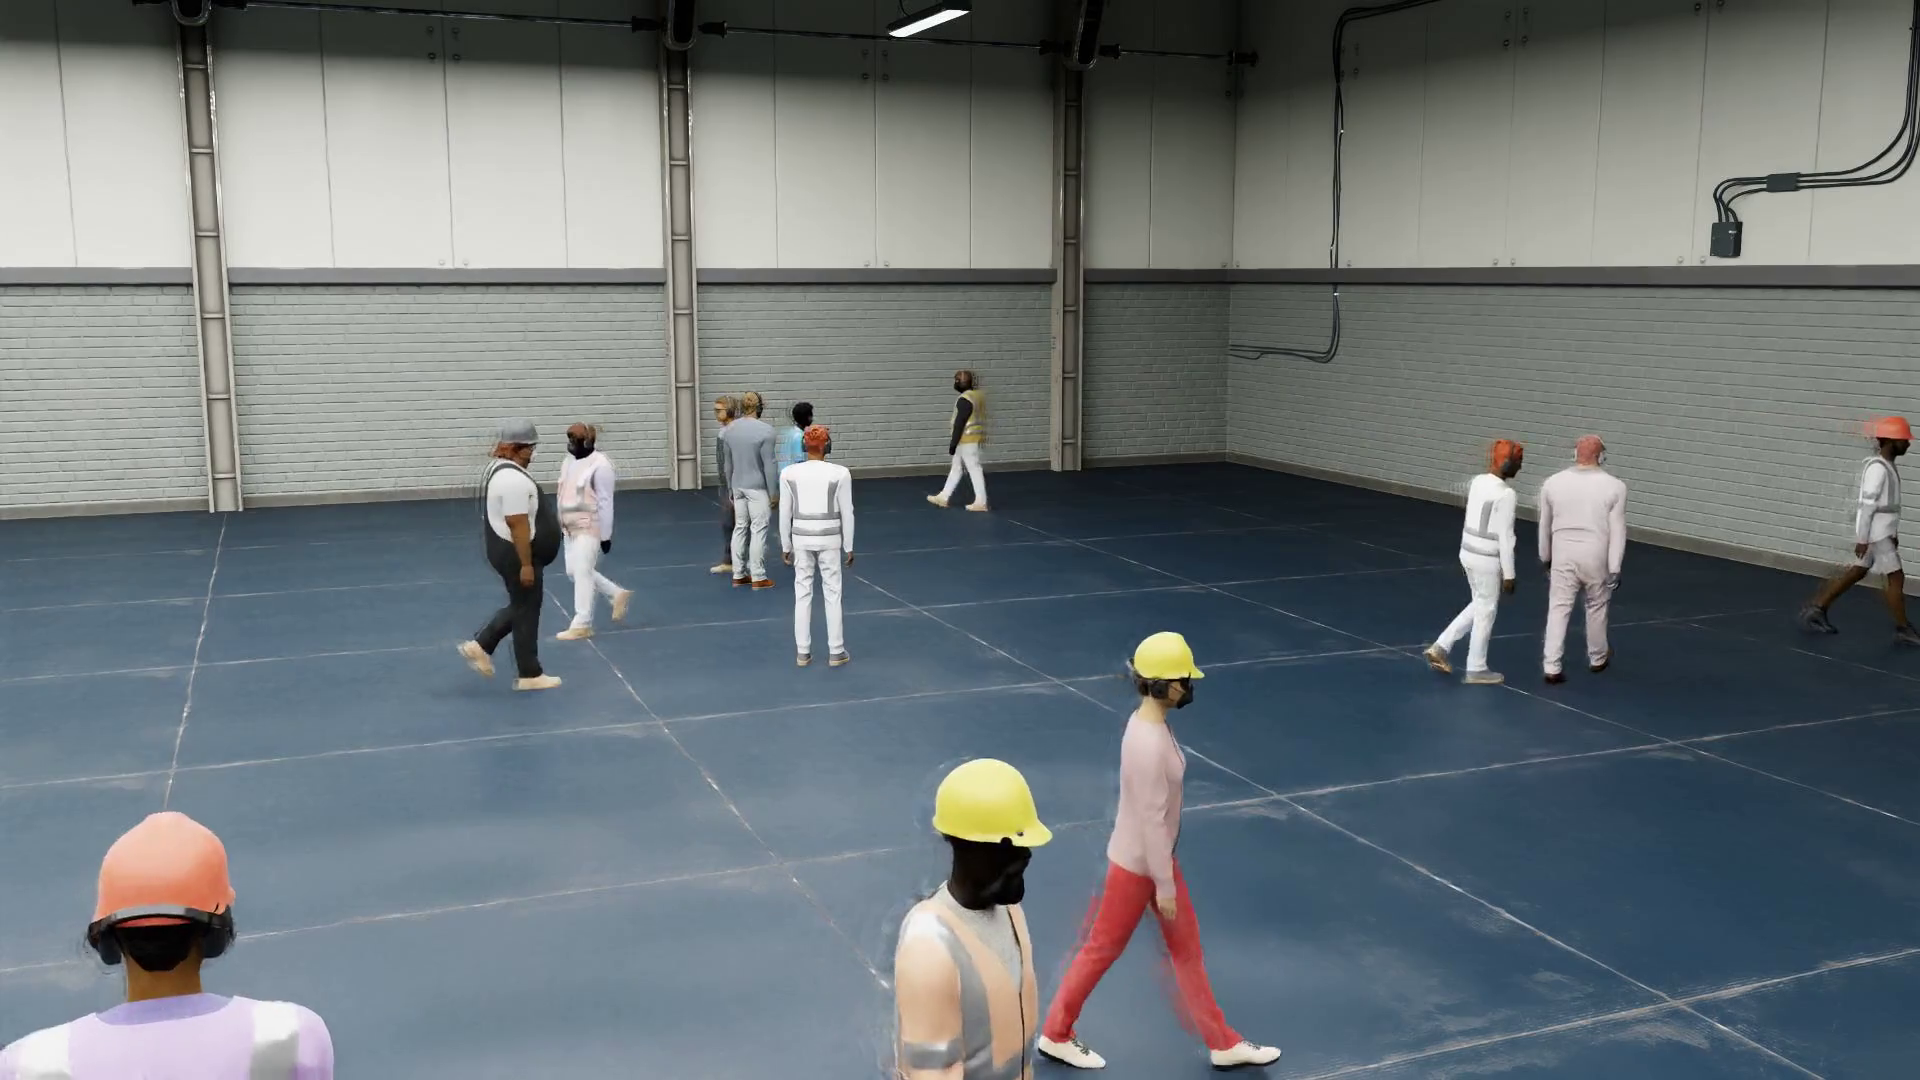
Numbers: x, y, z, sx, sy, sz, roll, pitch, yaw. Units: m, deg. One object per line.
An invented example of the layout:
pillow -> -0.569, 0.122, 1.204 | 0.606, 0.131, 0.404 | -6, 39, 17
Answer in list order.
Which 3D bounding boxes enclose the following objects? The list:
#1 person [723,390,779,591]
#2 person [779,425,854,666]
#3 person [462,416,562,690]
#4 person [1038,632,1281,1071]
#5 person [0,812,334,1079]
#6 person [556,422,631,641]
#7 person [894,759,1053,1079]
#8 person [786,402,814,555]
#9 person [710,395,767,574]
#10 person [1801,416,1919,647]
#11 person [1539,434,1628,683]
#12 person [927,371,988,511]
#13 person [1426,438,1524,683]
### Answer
person -> -2.017, -0.481, 16.104 | 0.625, 1.933, 0.359 | 7, 11, 36
person -> -1.109, 0.045, 12.928 | 0.578, 1.882, 0.346 | 1, 9, 7
person -> -3.248, 0.090, 12.149 | 0.656, 2.000, 0.693 | -3, 10, -20
person -> 0.724, 1.189, 6.245 | 0.929, 1.718, 0.544 | 2, 9, 12
person -> -1.575, 1.515, 3.361 | 0.613, 1.986, 1.041 | -5, 10, -26
person -> -3.102, -0.093, 13.968 | 0.696, 1.826, 0.637 | -8, 12, -40
person -> -0.023, 1.449, 4.142 | 0.983, 1.892, 0.597 | 4, 10, 26
person -> -1.700, -0.658, 17.962 | 0.368, 1.678, 0.549 | -2, 9, -11
person -> -2.288, -0.557, 16.868 | 0.483, 1.835, 0.541 | -5, 10, -29
person -> 7.559, -0.091, 13.787 | 1.010, 1.893, 0.555 | 6, 11, 34
person -> 4.654, 0.133, 12.466 | 0.663, 1.857, 0.989 | 7, 11, 36
person -> -0.043, -1.272, 21.428 | 0.901, 1.802, 0.659 | 2, 9, 9
person -> 3.820, 0.172, 12.218 | 0.524, 1.863, 0.621 | -1, 9, -7
